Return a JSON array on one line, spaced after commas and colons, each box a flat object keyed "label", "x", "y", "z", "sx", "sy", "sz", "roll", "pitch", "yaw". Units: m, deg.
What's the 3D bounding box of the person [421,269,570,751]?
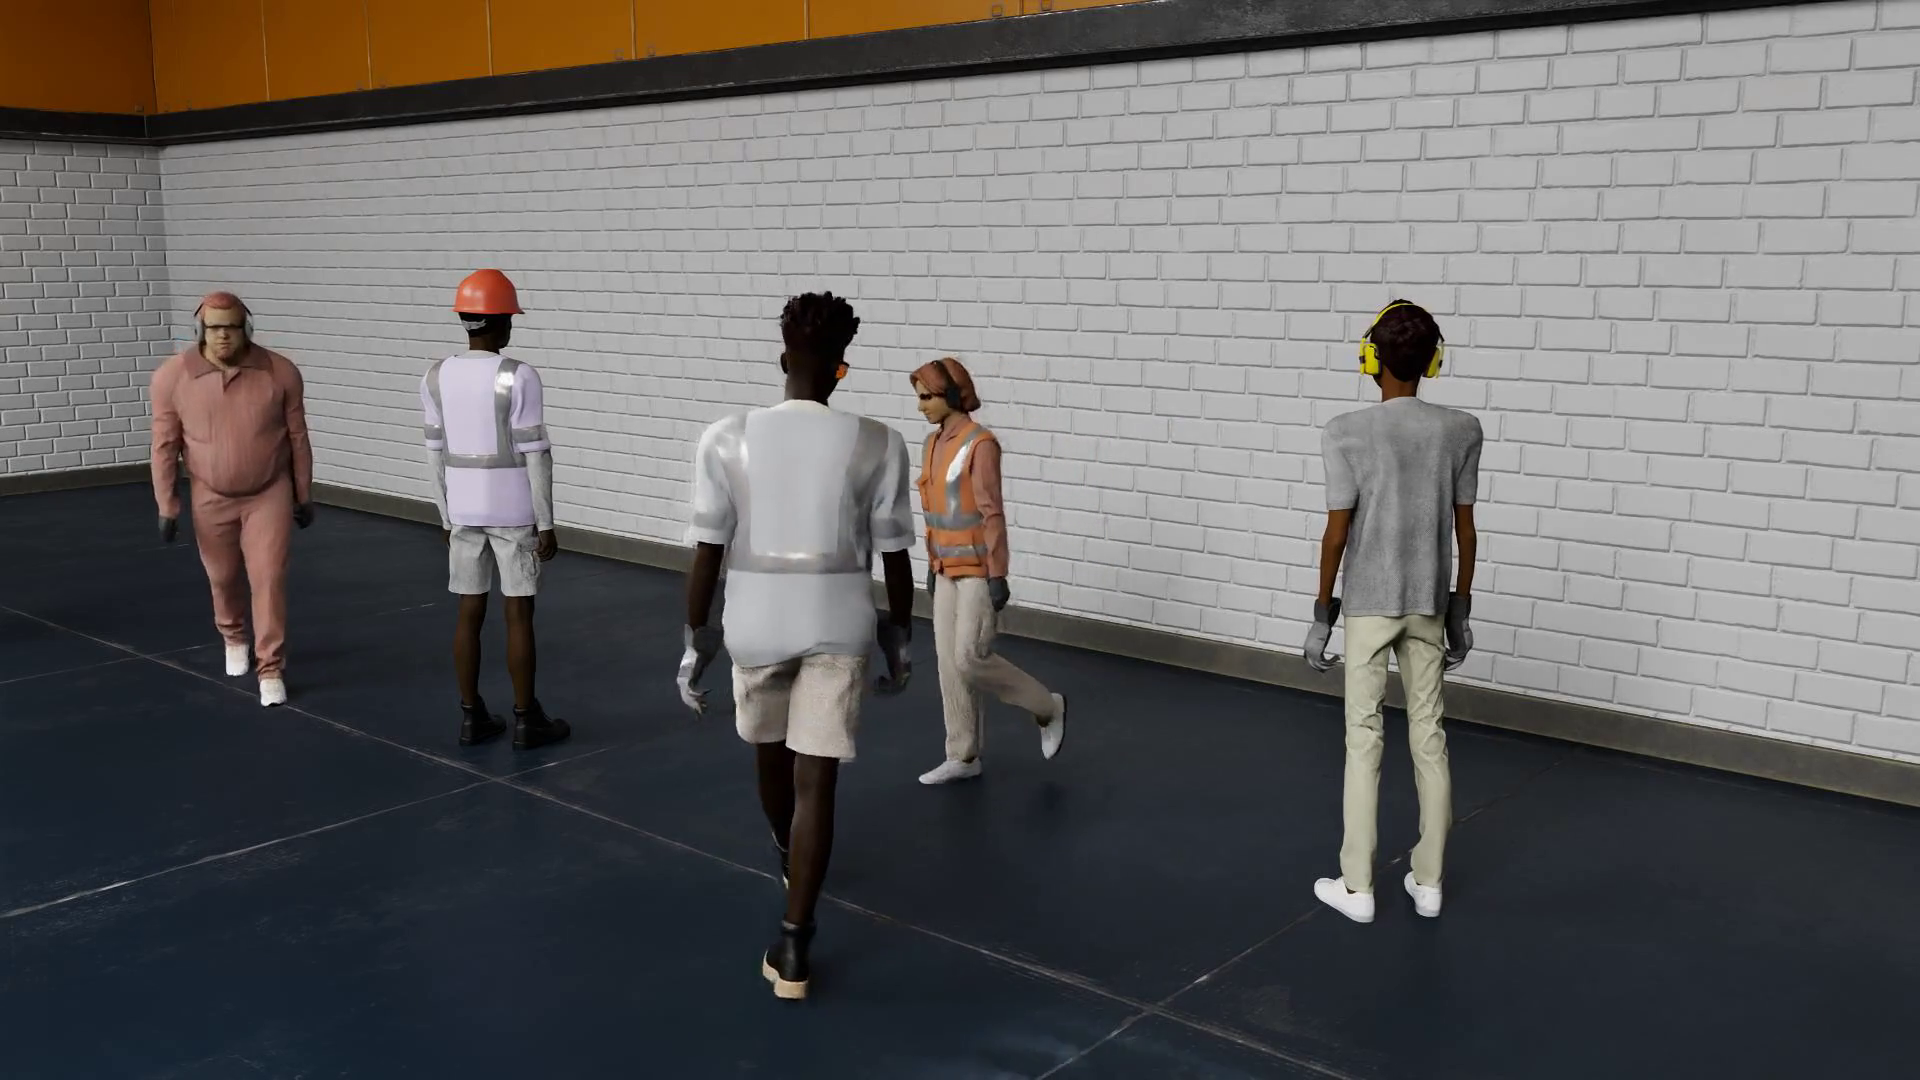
[{"label": "person", "x": -1.871, "y": -0.113, "z": 6.715, "sx": 0.545, "sy": 1.938, "sz": 0.355, "roll": 3, "pitch": 10, "yaw": 17}]

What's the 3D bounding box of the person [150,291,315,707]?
[{"label": "person", "x": -3.313, "y": -0.221, "z": 7.623, "sx": 0.666, "sy": 1.850, "sz": 0.933, "roll": -4, "pitch": 11, "yaw": -19}]

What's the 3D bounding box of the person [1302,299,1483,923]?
[{"label": "person", "x": 1.292, "y": 0.221, "z": 5.004, "sx": 0.520, "sy": 1.873, "sz": 0.328, "roll": -1, "pitch": 10, "yaw": -7}]

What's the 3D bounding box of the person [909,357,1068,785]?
[{"label": "person", "x": 0.083, "y": 0.119, "z": 6.293, "sx": 0.538, "sy": 1.617, "sz": 0.551, "roll": -5, "pitch": 11, "yaw": -26}]

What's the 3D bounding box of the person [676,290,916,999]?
[{"label": "person", "x": -0.457, "y": 0.248, "z": 4.772, "sx": 0.671, "sy": 1.893, "sz": 1.048, "roll": 0, "pitch": 10, "yaw": 2}]
